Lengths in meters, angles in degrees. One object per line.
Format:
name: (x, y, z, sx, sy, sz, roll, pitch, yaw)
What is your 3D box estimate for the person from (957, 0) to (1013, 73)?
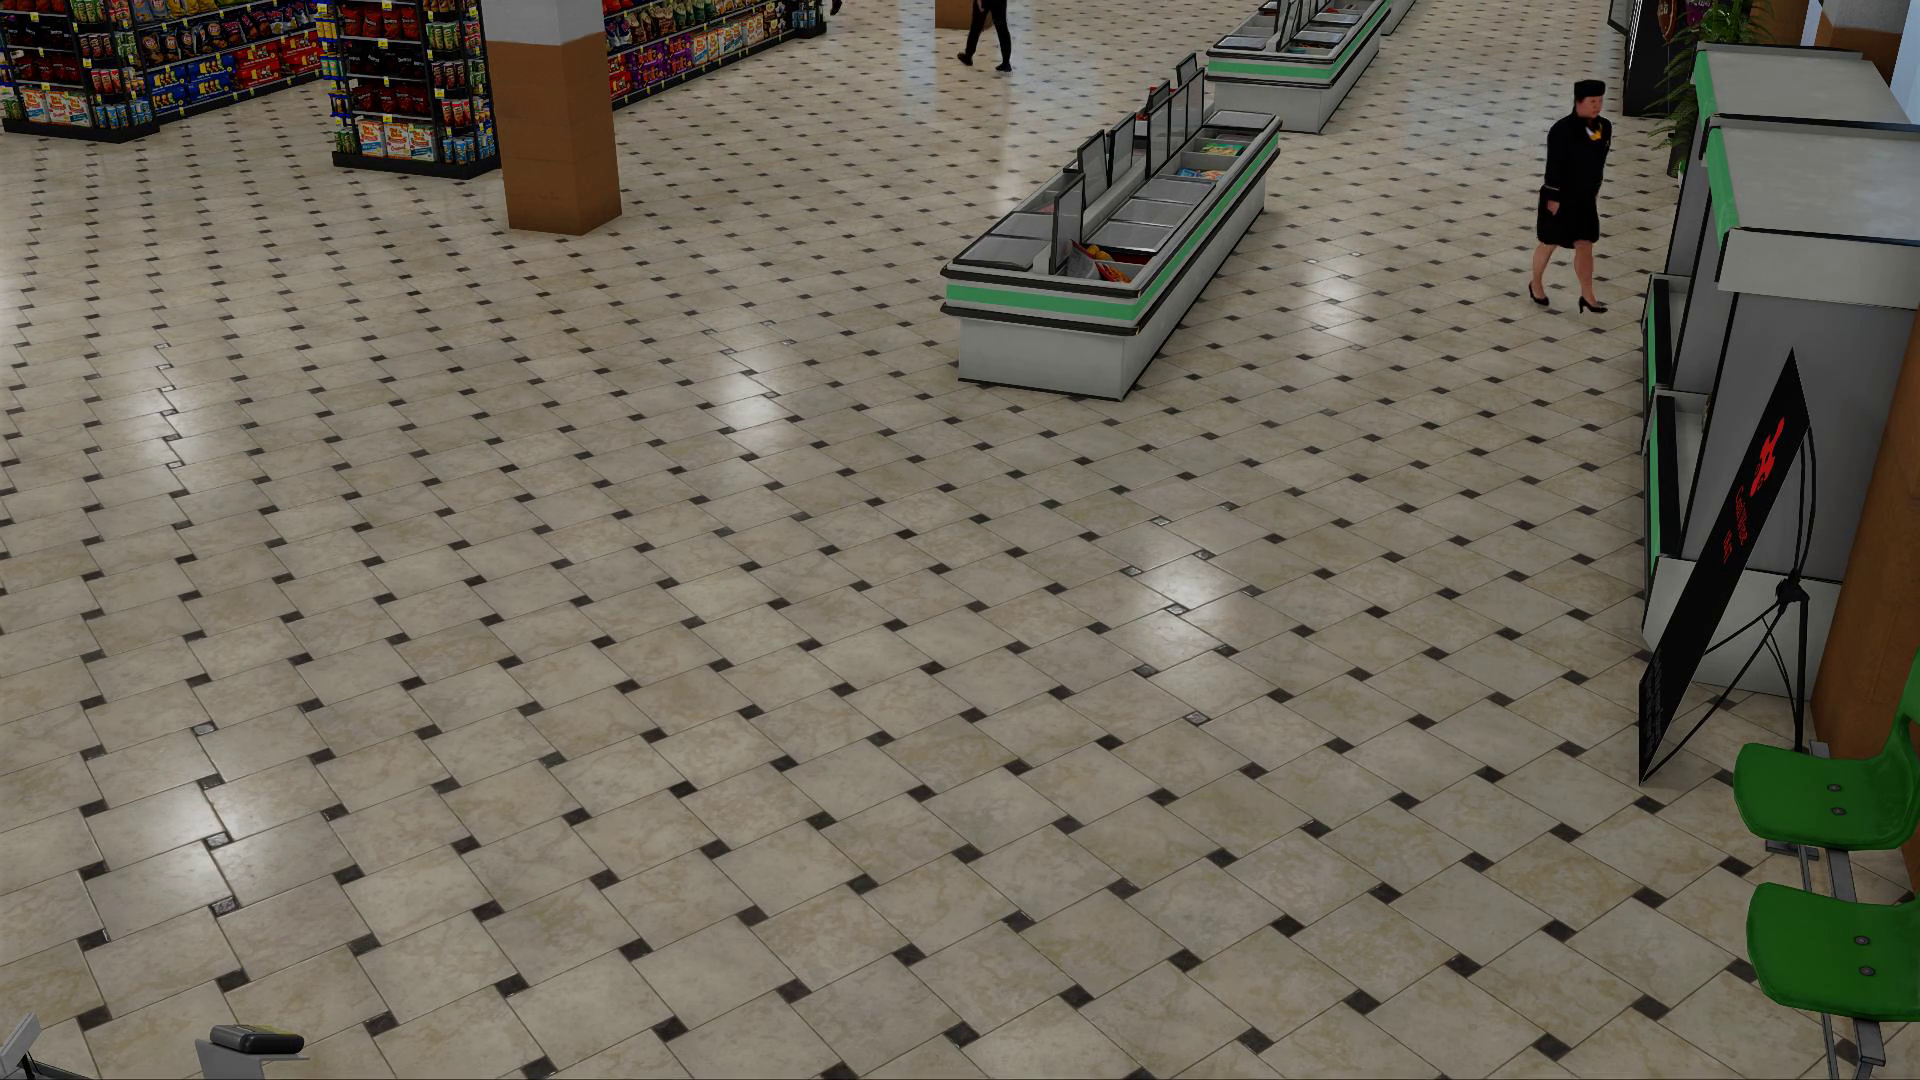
person: (0.411, -6.356, 19.549, 1.120, 1.709, 1.125, -15, 30, -26)

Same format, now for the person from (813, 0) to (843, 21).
person: (-1.912, -8.039, 22.755, 0.865, 1.812, 0.816, 20, 33, 35)

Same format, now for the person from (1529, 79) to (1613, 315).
person: (4.329, -2.467, 11.948, 1.008, 1.647, 1.096, -9, 28, -17)
